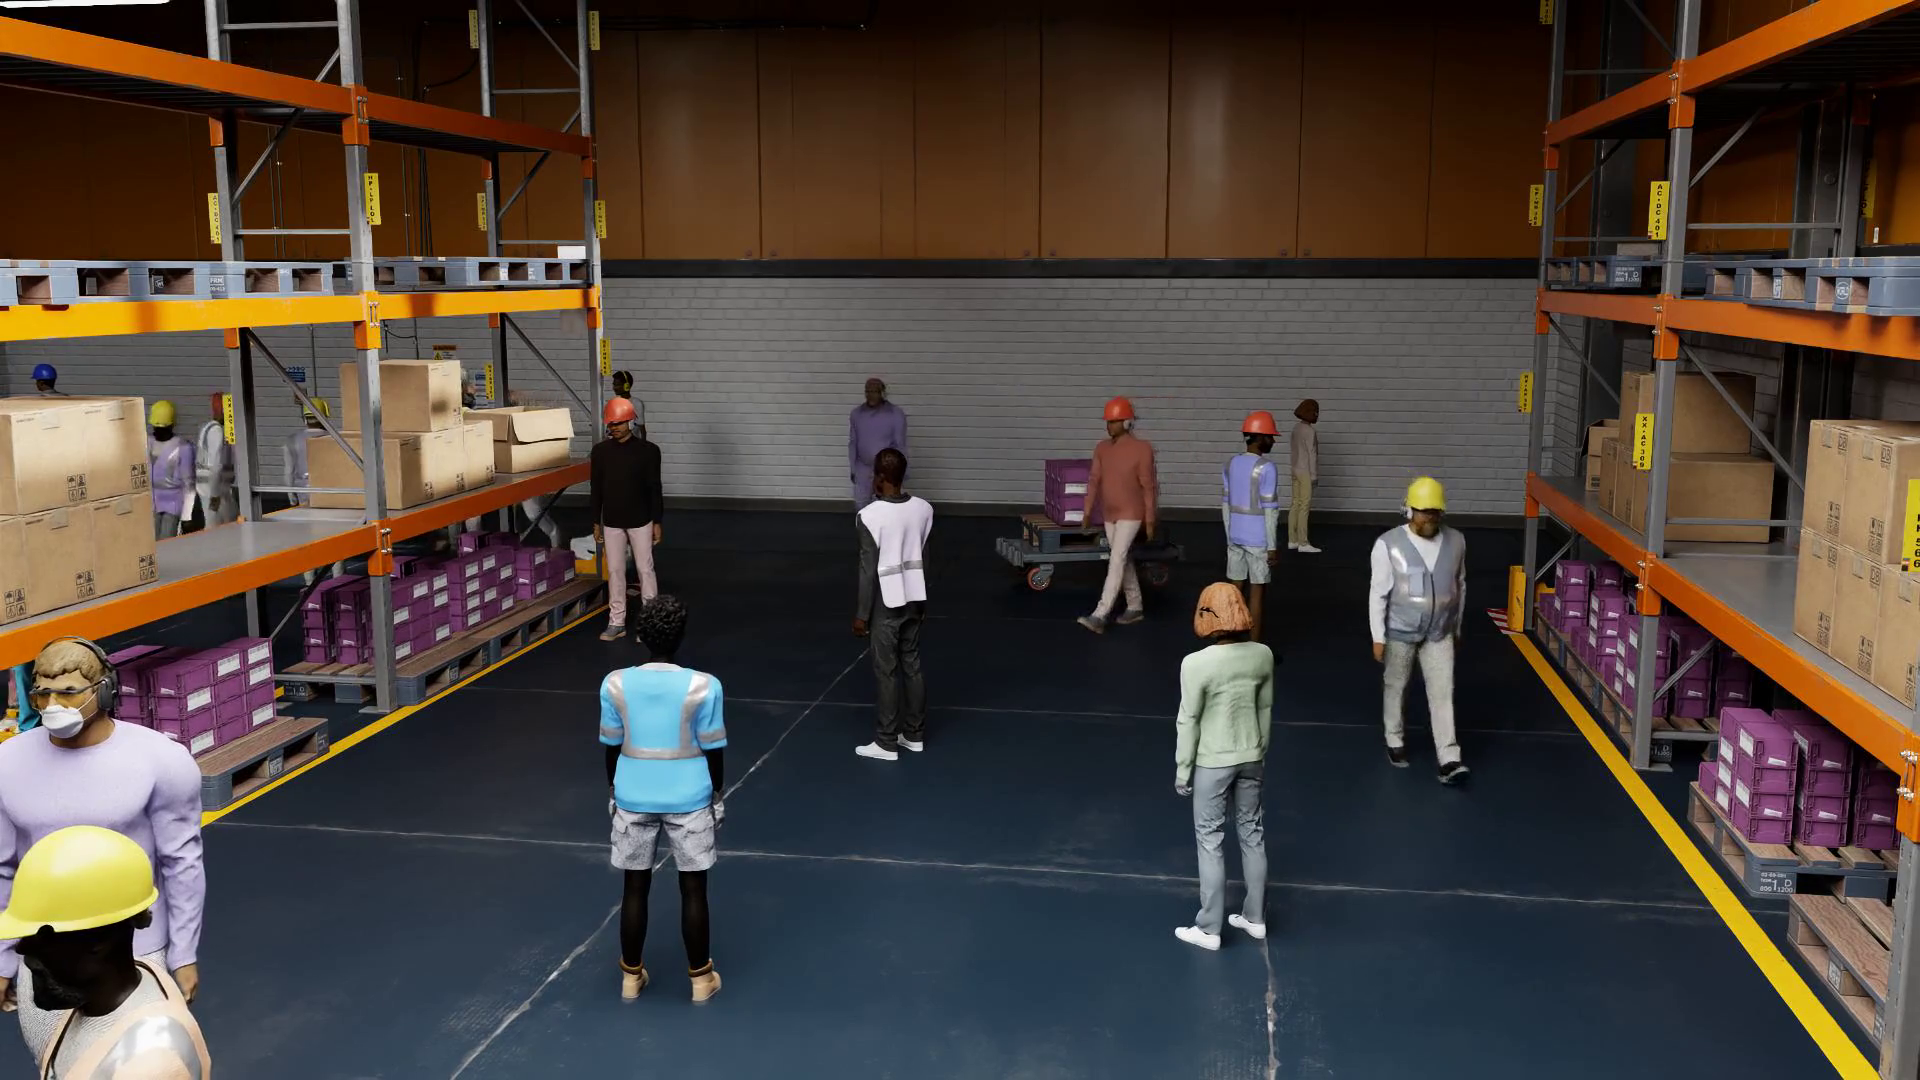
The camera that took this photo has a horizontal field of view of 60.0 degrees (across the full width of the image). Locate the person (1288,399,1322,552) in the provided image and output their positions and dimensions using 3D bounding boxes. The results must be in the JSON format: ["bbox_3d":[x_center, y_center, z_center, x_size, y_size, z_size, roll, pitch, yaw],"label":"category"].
[{"bbox_3d":[3.679,-0.687,17.736,0.279,1.633,0.497,-2,9,-13],"label":"person"}]

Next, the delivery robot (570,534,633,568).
[{"bbox_3d":[-3.414,0.112,15.841,0.477,0.478,0.707,-8,12,-39],"label":"delivery robot"}]

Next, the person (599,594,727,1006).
[{"bbox_3d":[-1.205,1.061,6.794,0.533,1.690,0.322,1,9,6],"label":"person"}]

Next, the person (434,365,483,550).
[{"bbox_3d":[-5.407,-0.923,17.940,0.683,2.000,0.779,3,10,20],"label":"person"}]

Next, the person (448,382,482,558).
[{"bbox_3d":[-5.146,-0.717,17.293,0.624,1.841,0.430,5,11,31],"label":"person"}]

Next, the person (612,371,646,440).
[{"bbox_3d":[-3.784,-0.988,18.891,0.520,1.865,0.332,6,11,35],"label":"person"}]

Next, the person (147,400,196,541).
[{"bbox_3d":[-6.868,-0.292,14.527,0.650,1.887,0.553,5,10,27],"label":"person"}]

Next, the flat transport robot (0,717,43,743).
[{"bbox_3d":[-5.630,1.079,11.036,0.652,0.197,1.431,1,9,8],"label":"flat transport robot"}]

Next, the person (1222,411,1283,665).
[{"bbox_3d":[2.231,-0.013,12.658,0.375,1.934,0.547,-6,11,-31],"label":"person"}]

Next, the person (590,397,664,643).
[{"bbox_3d":[-2.691,-0.157,13.390,0.621,1.986,0.401,2,9,10],"label":"person"}]

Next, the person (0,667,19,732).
[{"bbox_3d":[-6.230,0.301,11.060,0.646,1.846,0.955,3,10,20],"label":"person"}]

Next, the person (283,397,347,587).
[{"bbox_3d":[-5.899,-0.399,15.361,0.601,1.827,0.403,0,9,-2],"label":"person"}]

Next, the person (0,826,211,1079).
[{"bbox_3d":[-1.672,1.501,3.340,0.366,1.927,0.585,-7,11,-36],"label":"person"}]

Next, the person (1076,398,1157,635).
[{"bbox_3d":[1.264,-0.206,13.826,0.992,1.936,0.637,-8,12,-39],"label":"person"}]

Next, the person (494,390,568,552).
[{"bbox_3d":[-4.425,-0.638,16.919,0.628,1.811,0.851,7,12,38],"label":"person"}]

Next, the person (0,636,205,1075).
[{"bbox_3d":[-2.570,1.234,4.955,0.629,1.940,0.373,-1,9,-8],"label":"person"}]

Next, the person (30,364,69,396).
[{"bbox_3d":[-10.246,-1.016,18.798,0.389,1.949,0.603,1,9,7],"label":"person"}]

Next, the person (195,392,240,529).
[{"bbox_3d":[-6.881,-0.447,15.577,0.645,1.851,0.660,-6,11,-31],"label":"person"}]

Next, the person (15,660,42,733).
[{"bbox_3d":[-5.694,0.423,10.272,0.566,1.836,0.378,-1,9,-8],"label":"person"}]

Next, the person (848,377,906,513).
[{"bbox_3d":[-0.870,-0.757,17.393,0.645,1.893,0.460,3,10,18],"label":"person"}]

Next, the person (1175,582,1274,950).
[{"bbox_3d":[1.173,0.996,7.393,0.498,1.626,0.289,-5,11,-29],"label":"person"}]

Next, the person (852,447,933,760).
[{"bbox_3d":[-0.405,0.391,10.211,0.389,1.919,0.592,8,12,41],"label":"person"}]

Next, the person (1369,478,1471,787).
[{"bbox_3d":[2.705,0.534,9.733,0.626,1.783,0.914,-1,9,-4],"label":"person"}]
